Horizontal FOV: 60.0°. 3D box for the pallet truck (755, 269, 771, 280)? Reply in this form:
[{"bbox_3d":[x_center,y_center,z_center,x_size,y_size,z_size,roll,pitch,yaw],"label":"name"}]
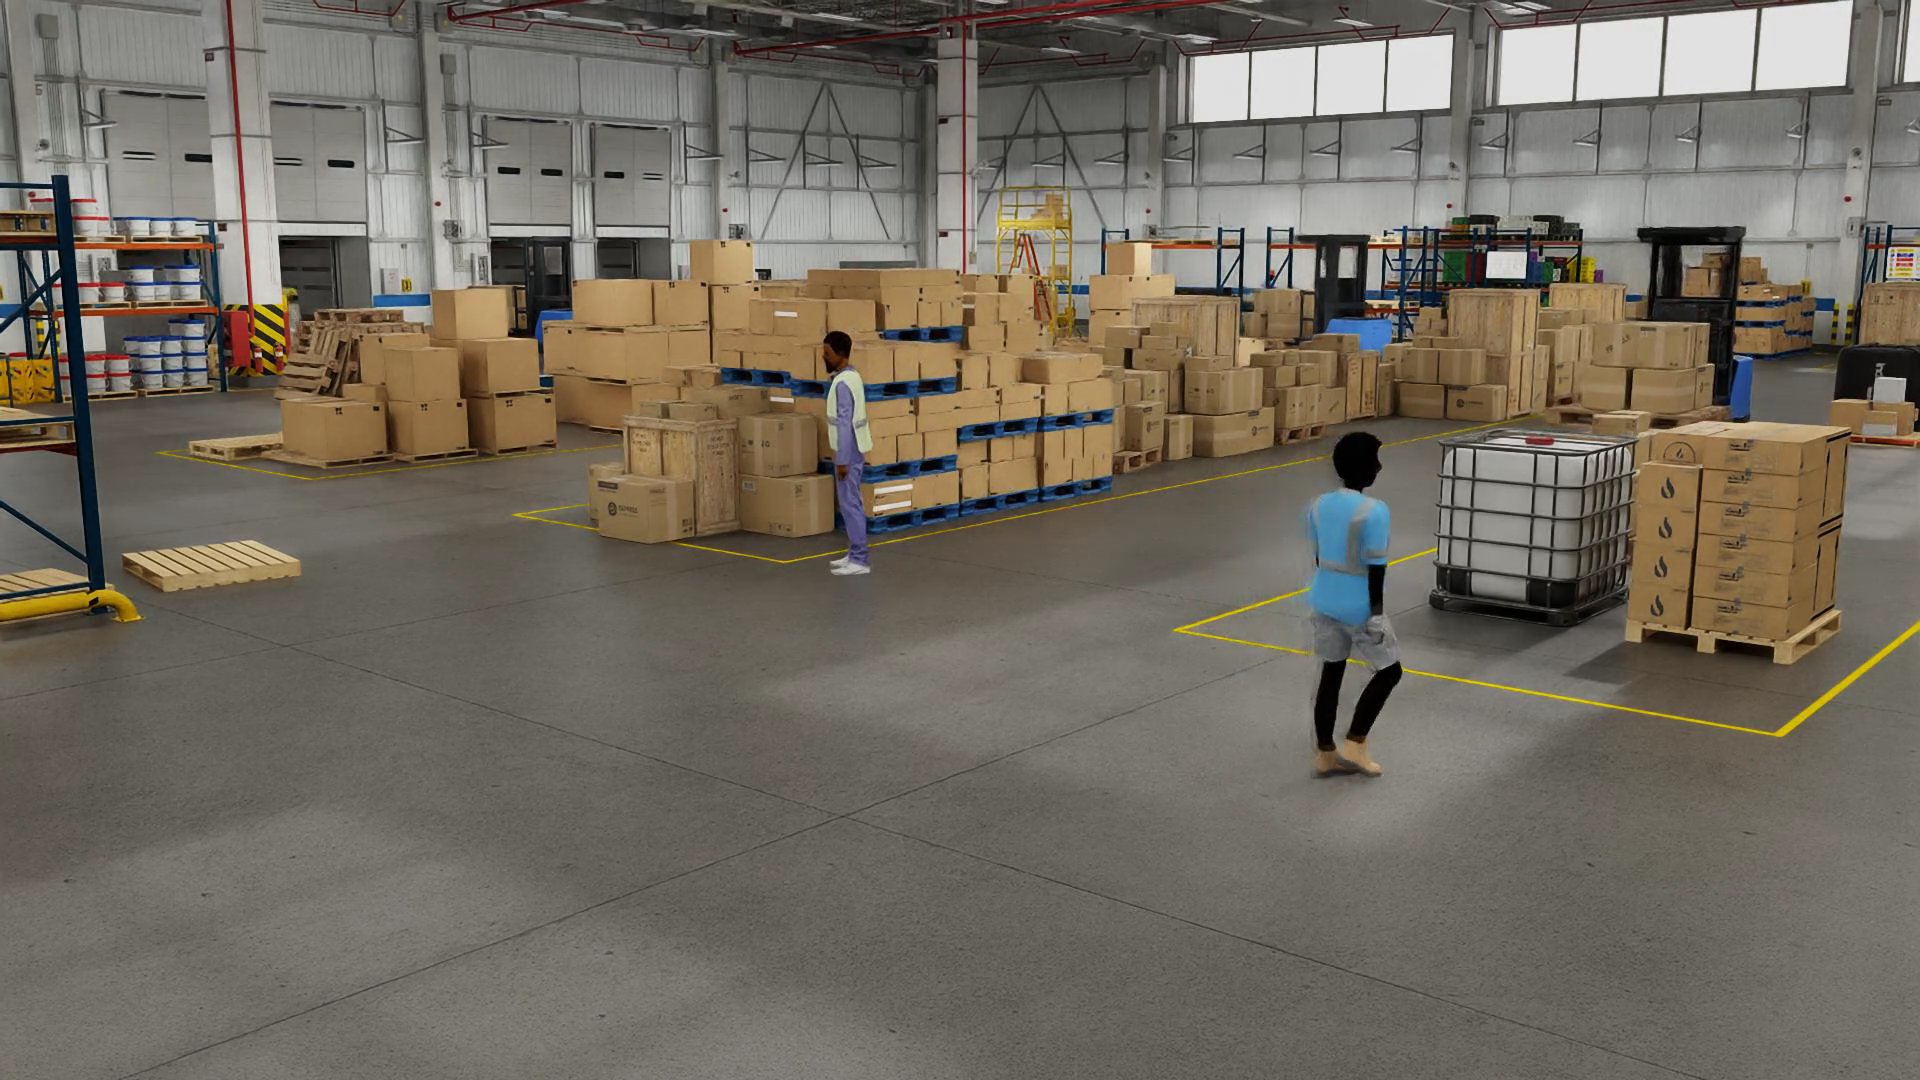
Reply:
[{"bbox_3d":[-4.996,-6.432,45.525,1.885,1.965,0.823,-6,12,-32],"label":"pallet truck"}]

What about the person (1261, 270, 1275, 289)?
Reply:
[{"bbox_3d":[8.924,-6.840,48.049,0.378,1.928,0.542,-5,11,-27],"label":"person"}]

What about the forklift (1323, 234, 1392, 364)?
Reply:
[{"bbox_3d":[8.041,-4.957,34.614,1.129,2.768,1.873,-5,11,-25],"label":"forklift"}]

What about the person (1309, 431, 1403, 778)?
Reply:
[{"bbox_3d":[1.889,0.319,7.956,0.405,1.682,0.560,-5,11,-26],"label":"person"}]

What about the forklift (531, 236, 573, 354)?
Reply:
[{"bbox_3d":[-9.601,-5.790,39.356,1.873,2.768,1.129,8,13,40],"label":"forklift"}]

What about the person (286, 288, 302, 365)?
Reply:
[{"bbox_3d":[-13.898,-4.384,34.650,0.435,1.728,0.492,2,10,12],"label":"person"}]

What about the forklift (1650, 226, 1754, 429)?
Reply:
[{"bbox_3d":[9.764,-2.744,22.017,1.129,2.768,1.873,8,13,39],"label":"forklift"}]

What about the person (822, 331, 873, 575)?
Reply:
[{"bbox_3d":[-0.878,-0.683,13.067,0.389,1.908,0.586,0,10,-1],"label":"person"}]
